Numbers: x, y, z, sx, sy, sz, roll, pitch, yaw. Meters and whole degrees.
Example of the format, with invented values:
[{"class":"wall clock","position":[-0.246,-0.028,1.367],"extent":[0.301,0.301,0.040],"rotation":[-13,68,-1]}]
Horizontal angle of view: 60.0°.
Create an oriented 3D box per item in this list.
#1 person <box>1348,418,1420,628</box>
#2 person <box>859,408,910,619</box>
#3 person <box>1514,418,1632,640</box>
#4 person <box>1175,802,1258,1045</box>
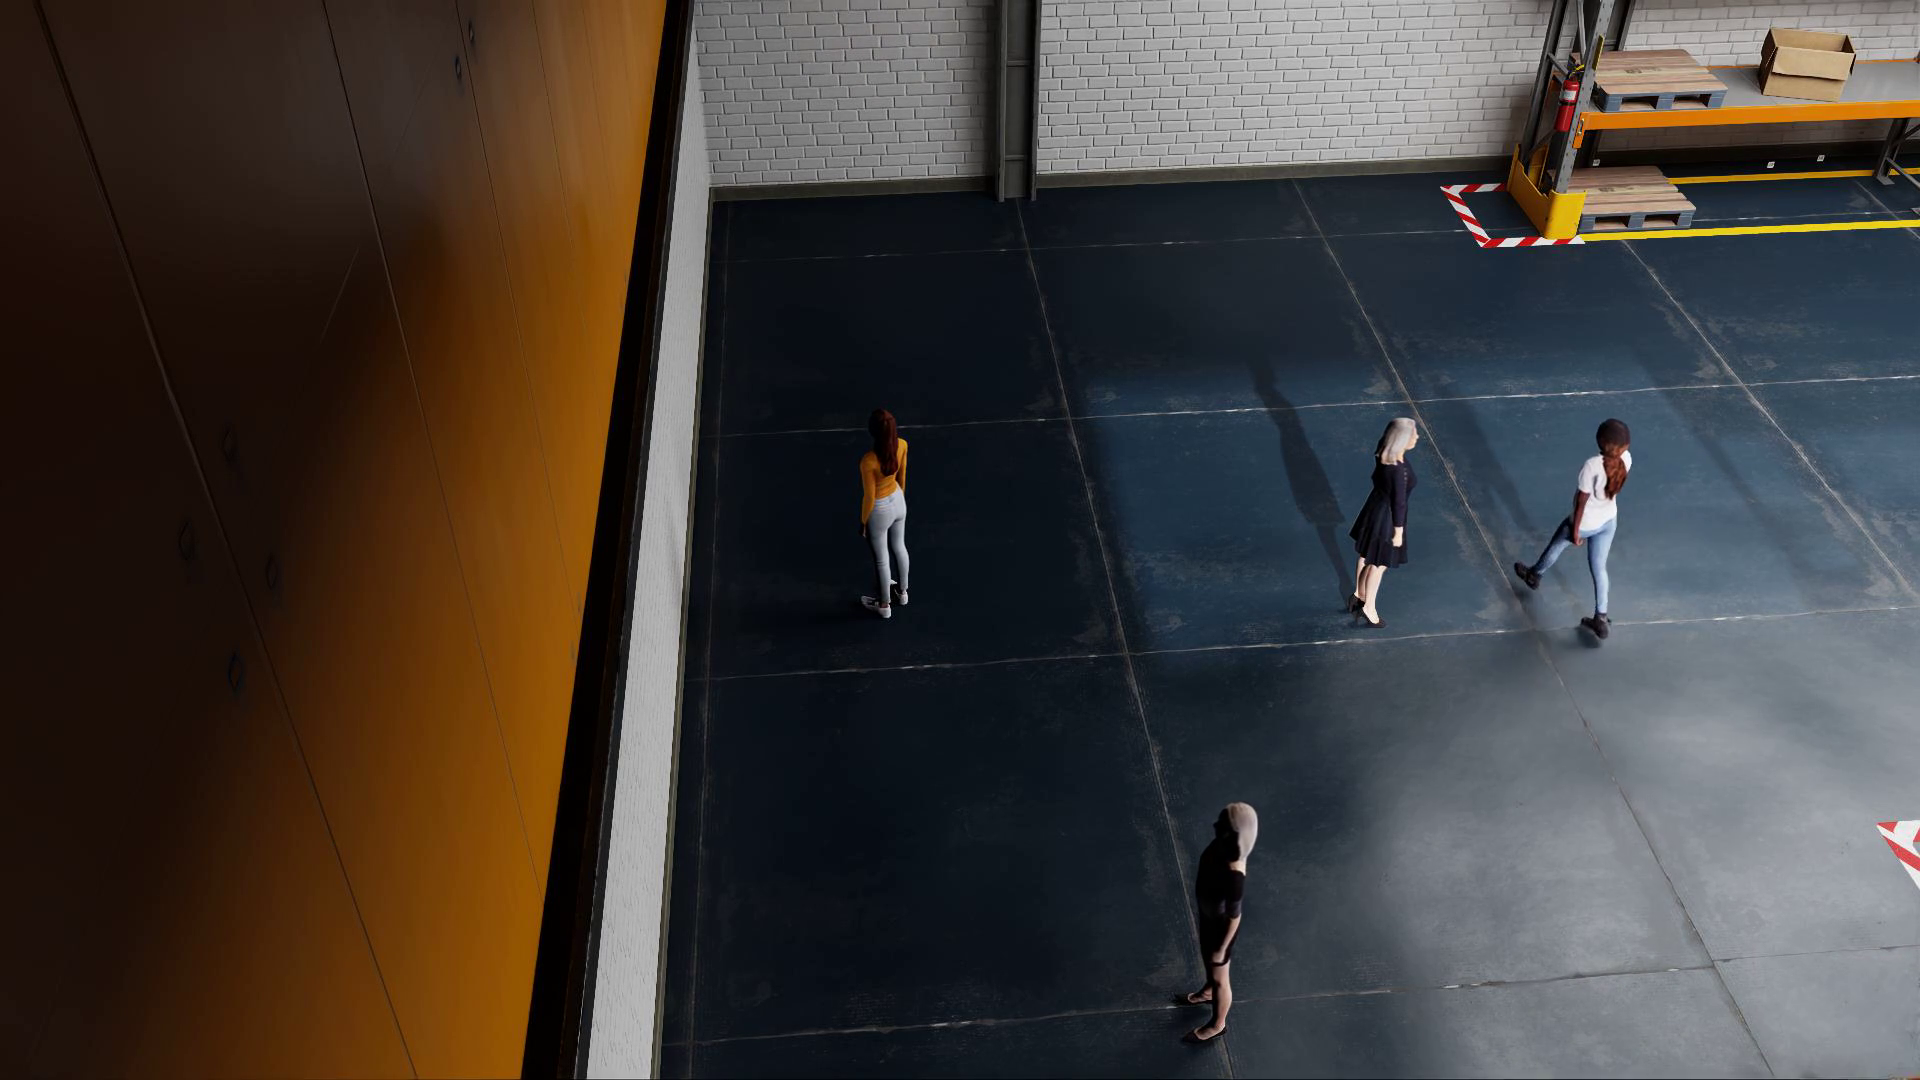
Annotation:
[{"class":"person","position":[3.006,-0.138,11.747],"extent":[0.566,1.746,0.607],"rotation":[-5,39,-6]},{"class":"person","position":[-0.531,-0.199,11.820],"extent":[0.751,1.751,0.682],"rotation":[31,48,33]},{"class":"person","position":[4.505,-0.069,11.716],"extent":[1.139,1.677,0.873],"rotation":[-14,41,-16]},{"class":"person","position":[1.397,2.050,8.941],"extent":[0.536,1.829,0.604],"rotation":[2,39,2]}]
